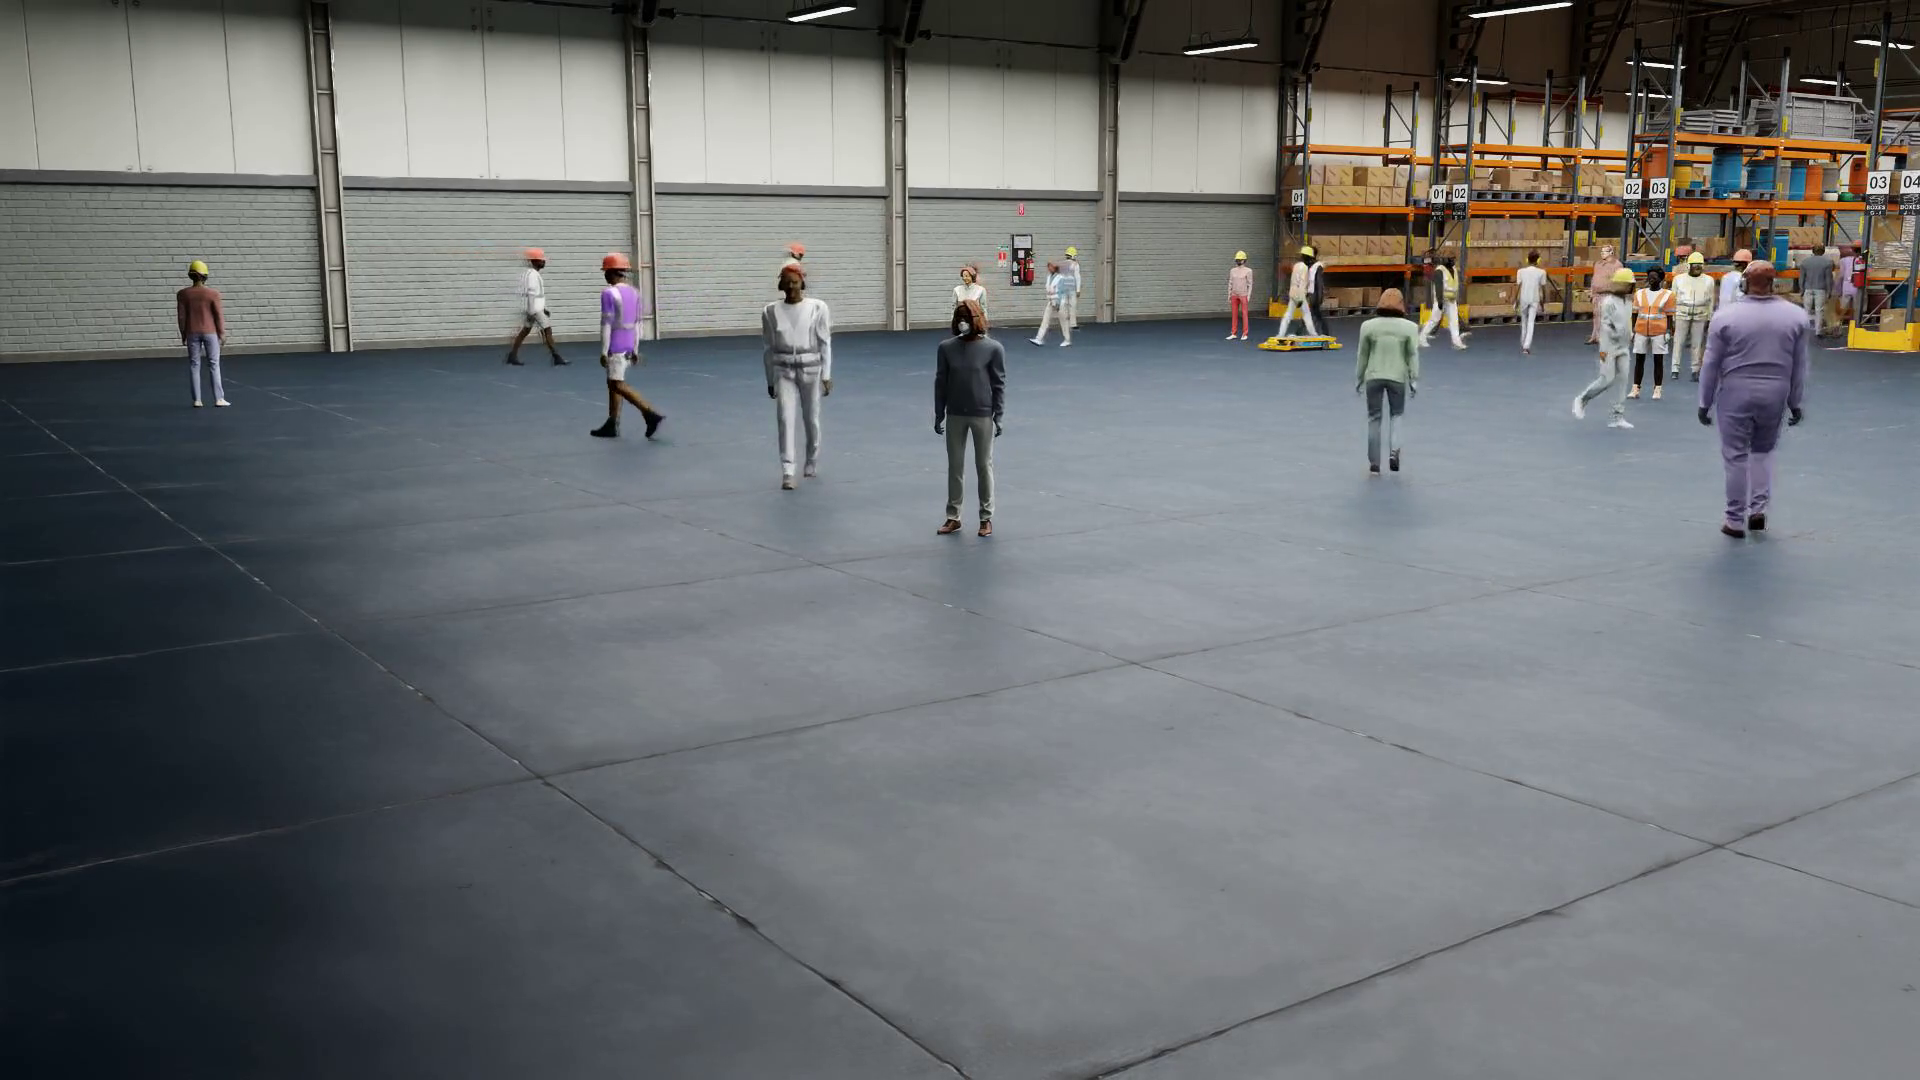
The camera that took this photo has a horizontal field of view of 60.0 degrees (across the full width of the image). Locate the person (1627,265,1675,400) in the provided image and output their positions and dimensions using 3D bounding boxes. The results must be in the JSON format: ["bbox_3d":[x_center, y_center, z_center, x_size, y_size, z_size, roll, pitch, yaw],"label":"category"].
[{"bbox_3d":[8.755,-2.621,21.071,0.535,1.697,0.318,8,13,37],"label":"person"}]

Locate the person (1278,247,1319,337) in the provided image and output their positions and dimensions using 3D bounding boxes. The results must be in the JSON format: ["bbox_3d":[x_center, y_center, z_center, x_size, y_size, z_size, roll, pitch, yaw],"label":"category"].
[{"bbox_3d":[6.490,-4.619,31.554,1.013,1.856,0.618,-2,11,-12],"label":"person"}]

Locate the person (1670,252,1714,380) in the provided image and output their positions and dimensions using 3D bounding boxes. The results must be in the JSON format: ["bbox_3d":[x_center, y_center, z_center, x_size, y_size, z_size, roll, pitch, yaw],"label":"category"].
[{"bbox_3d":[10.556,-3.230,24.024,0.599,1.835,0.404,3,11,15],"label":"person"}]

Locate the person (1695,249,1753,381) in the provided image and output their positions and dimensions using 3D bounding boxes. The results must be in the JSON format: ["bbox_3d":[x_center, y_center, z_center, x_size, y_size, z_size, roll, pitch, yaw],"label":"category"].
[{"bbox_3d":[10.912,-3.152,23.516,0.999,1.881,0.554,-3,11,-15],"label":"person"}]

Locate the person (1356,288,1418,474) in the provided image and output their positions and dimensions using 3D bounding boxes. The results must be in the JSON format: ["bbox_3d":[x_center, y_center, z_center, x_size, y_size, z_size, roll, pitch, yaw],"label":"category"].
[{"bbox_3d":[3.705,-1.374,14.444,0.517,1.616,0.356,3,11,15],"label":"person"}]

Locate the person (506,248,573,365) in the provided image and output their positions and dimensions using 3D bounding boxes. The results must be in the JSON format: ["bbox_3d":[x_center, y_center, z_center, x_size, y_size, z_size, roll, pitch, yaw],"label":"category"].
[{"bbox_3d":[-6.818,-3.722,26.636,1.041,1.881,0.546,-3,11,-18],"label":"person"}]

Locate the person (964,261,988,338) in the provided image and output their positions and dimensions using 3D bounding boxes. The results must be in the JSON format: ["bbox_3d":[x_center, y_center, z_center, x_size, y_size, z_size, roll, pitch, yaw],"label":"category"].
[{"bbox_3d":[0.264,-4.226,30.076,0.491,1.623,0.518,-5,11,-25],"label":"person"}]

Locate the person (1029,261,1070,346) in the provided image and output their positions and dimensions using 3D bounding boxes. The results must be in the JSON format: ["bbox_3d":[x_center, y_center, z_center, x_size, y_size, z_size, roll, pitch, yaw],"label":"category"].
[{"bbox_3d":[1.733,-4.406,31.134,0.885,1.584,0.536,-7,13,-35],"label":"person"}]

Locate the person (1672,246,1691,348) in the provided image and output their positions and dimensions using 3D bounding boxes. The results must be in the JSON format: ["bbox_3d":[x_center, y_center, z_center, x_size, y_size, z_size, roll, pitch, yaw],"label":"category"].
[{"bbox_3d":[13.464,-4.527,31.025,0.549,1.890,1.016,-4,11,-20],"label":"person"}]

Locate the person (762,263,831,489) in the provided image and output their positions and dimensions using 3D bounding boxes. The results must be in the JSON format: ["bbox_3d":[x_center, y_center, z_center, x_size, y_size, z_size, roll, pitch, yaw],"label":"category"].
[{"bbox_3d":[-1.356,-1.384,13.898,0.575,1.853,0.942,0,10,-1],"label":"person"}]

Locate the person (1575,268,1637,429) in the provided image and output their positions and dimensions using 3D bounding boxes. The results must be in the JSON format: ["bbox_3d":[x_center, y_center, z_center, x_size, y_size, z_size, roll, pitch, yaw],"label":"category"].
[{"bbox_3d":[7.047,-2.081,18.013,0.498,1.725,0.595,-6,12,-29],"label":"person"}]

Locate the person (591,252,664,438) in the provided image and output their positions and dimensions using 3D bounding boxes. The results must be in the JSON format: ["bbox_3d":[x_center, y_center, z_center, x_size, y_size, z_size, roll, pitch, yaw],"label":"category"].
[{"bbox_3d":[-3.415,-1.972,16.937,0.845,1.910,0.551,4,11,20],"label":"person"}]

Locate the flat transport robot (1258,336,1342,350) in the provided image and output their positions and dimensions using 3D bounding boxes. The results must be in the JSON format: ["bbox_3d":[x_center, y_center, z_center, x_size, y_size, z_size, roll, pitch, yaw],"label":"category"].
[{"bbox_3d":[6.225,-3.610,30.404,1.431,0.197,0.652,-6,12,-28],"label":"flat transport robot"}]

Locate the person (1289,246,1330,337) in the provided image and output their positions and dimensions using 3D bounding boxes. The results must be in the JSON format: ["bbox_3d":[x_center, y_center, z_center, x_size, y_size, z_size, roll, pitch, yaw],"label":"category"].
[{"bbox_3d":[6.990,-4.904,33.130,0.994,1.864,0.606,-2,10,-9],"label":"person"}]

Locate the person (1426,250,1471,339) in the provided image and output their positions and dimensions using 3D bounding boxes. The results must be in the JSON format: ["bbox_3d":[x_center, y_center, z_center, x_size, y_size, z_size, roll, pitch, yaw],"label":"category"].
[{"bbox_3d":[9.838,-4.919,33.425,1.013,1.798,0.518,1,10,3],"label":"person"}]

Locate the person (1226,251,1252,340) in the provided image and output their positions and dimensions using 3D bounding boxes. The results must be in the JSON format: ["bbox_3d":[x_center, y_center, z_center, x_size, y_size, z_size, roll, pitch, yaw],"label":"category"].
[{"bbox_3d":[5.601,-4.890,33.318,0.525,1.769,0.316,8,13,38],"label":"person"}]

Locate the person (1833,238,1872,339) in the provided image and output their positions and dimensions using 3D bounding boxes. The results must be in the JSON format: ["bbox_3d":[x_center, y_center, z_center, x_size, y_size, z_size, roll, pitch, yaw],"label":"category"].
[{"bbox_3d":[17.398,-4.857,32.427,0.616,2.023,0.624,-8,13,-38],"label":"person"}]

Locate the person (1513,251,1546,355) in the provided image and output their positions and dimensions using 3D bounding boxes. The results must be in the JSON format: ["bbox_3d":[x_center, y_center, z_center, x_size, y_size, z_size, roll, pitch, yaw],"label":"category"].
[{"bbox_3d":[10.034,-4.170,29.281,0.534,1.812,0.996,5,11,26],"label":"person"}]

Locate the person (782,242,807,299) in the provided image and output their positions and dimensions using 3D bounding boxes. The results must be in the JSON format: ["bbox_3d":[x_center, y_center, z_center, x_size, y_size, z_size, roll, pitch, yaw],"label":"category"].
[{"bbox_3d":[-3.193,-4.526,30.784,0.758,1.962,0.657,-5,11,-24],"label":"person"}]

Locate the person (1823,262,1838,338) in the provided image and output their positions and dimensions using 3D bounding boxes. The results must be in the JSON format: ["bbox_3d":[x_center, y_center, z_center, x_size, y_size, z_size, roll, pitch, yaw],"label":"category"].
[{"bbox_3d":[17.769,-4.922,33.911,0.484,1.604,0.515,5,11,26],"label":"person"}]

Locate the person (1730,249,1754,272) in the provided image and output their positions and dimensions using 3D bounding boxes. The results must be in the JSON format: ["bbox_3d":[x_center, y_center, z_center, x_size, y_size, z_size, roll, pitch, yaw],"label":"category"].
[{"bbox_3d":[16.184,-5.117,34.431,0.817,1.814,0.631,-6,12,-31],"label":"person"}]

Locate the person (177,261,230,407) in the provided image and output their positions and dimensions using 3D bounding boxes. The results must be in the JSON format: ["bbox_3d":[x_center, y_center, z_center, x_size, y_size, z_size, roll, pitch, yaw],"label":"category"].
[{"bbox_3d":[-9.167,-2.483,20.126,0.526,1.768,0.331,-1,10,-5],"label":"person"}]

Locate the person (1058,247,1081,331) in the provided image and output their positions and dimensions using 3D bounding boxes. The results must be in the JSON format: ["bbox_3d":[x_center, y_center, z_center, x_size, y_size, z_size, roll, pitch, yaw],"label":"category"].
[{"bbox_3d":[2.430,-5.533,36.661,0.595,1.831,0.403,10,14,43],"label":"person"}]

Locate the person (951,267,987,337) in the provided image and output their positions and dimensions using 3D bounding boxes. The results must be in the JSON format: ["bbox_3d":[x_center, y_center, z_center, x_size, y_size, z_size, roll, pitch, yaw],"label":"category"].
[{"bbox_3d":[0.127,-2.967,23.126,0.523,1.638,0.311,4,11,20],"label":"person"}]

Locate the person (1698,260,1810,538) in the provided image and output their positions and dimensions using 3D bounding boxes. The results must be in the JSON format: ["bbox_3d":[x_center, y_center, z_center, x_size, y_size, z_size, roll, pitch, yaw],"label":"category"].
[{"bbox_3d":[5.425,-0.969,11.462,0.672,1.892,0.509,1,10,8],"label":"person"}]

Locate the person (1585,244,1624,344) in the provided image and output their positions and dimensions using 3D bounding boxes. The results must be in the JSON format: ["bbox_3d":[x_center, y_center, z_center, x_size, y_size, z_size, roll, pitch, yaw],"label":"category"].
[{"bbox_3d":[12.261,-4.659,31.664,0.406,1.911,0.639,-6,12,-31],"label":"person"}]

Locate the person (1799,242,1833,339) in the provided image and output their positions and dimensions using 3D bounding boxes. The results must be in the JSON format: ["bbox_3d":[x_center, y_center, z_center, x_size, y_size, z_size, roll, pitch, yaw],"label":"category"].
[{"bbox_3d":[17.269,-5.024,33.580,0.632,1.940,0.372,9,14,42],"label":"person"}]

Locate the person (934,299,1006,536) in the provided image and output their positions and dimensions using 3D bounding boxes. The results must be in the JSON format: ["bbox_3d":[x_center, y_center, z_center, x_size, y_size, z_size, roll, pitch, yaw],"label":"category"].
[{"bbox_3d":[0.063,-0.841,11.485,0.507,1.632,0.274,3,11,18],"label":"person"}]

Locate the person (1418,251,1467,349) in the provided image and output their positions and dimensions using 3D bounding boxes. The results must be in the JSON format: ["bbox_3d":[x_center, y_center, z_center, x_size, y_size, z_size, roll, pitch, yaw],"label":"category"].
[{"bbox_3d":[8.923,-4.430,30.724,0.622,1.801,0.983,-7,13,-35],"label":"person"}]

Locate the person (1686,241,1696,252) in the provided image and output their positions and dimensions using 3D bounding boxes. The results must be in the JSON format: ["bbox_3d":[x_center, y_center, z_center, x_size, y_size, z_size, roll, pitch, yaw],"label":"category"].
[{"bbox_3d":[18.060,-6.411,41.183,0.372,1.941,0.627,-4,11,-20],"label":"person"}]
